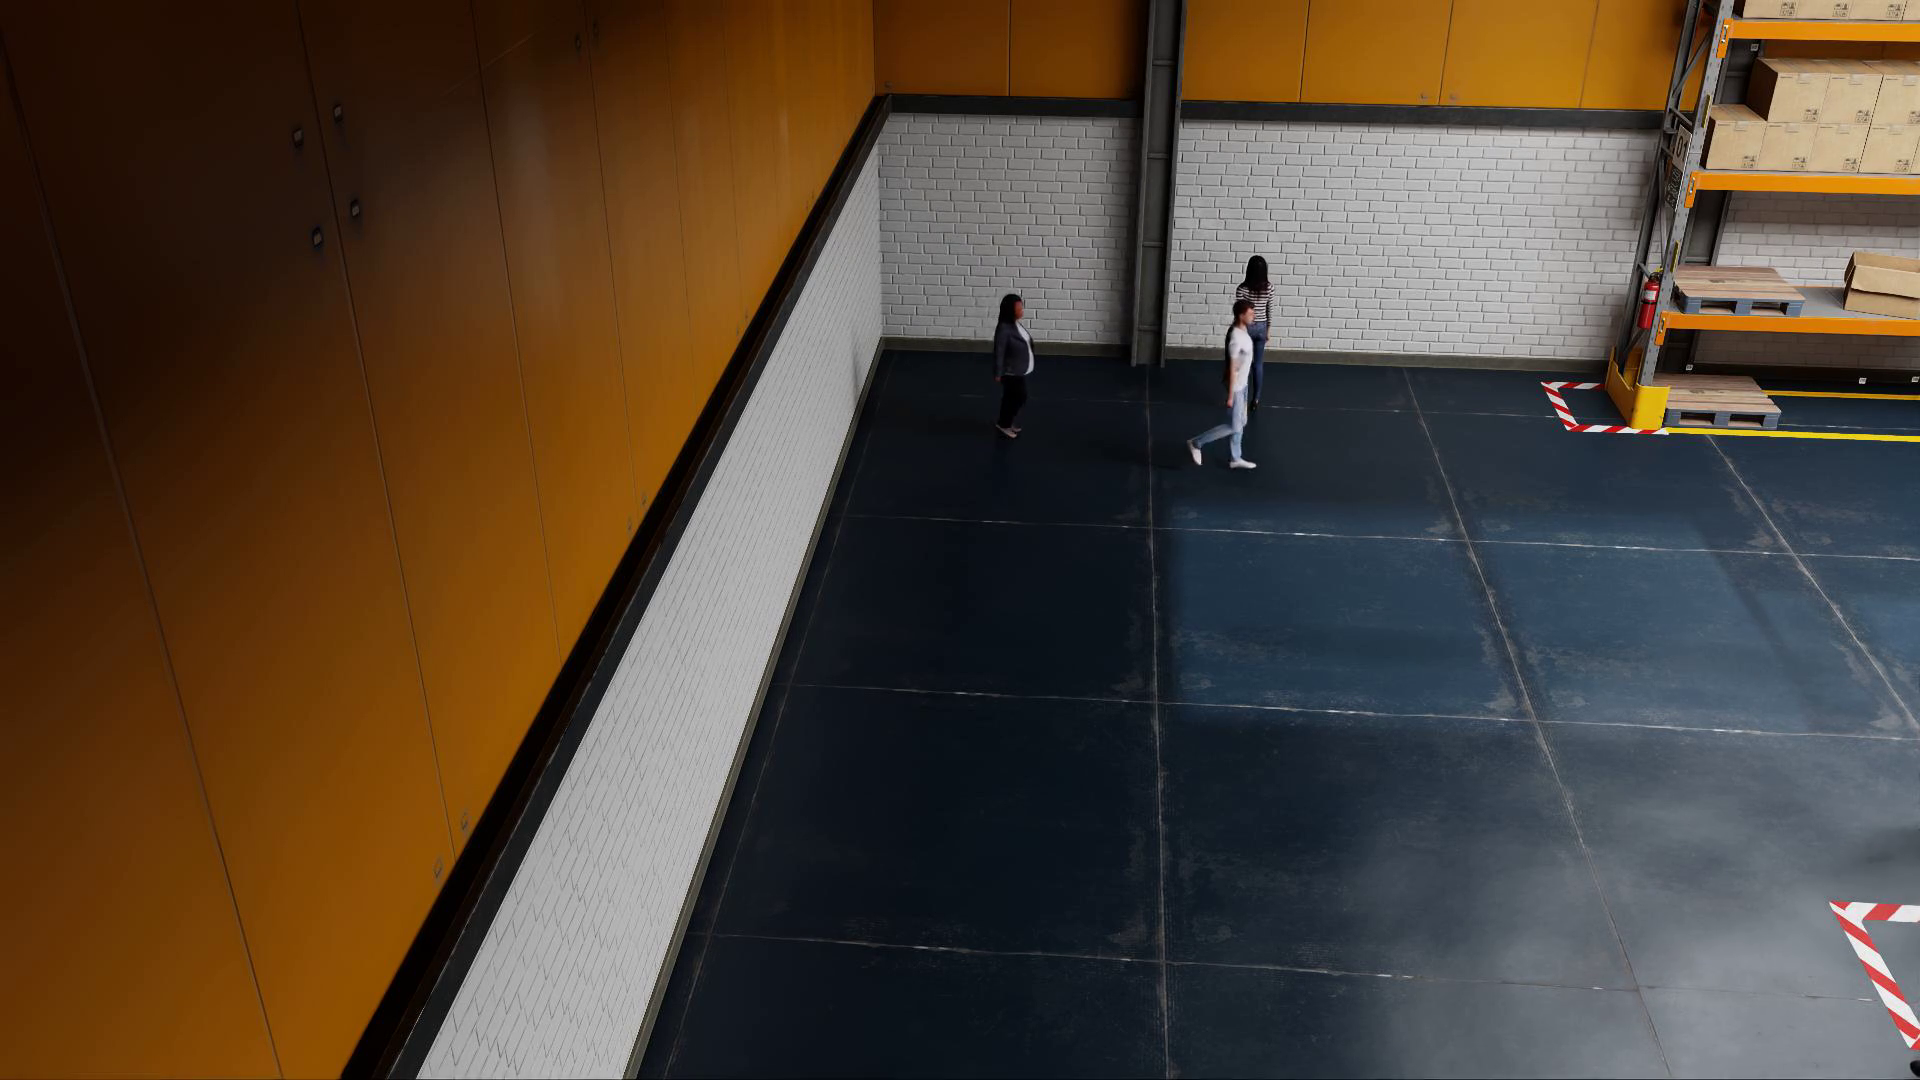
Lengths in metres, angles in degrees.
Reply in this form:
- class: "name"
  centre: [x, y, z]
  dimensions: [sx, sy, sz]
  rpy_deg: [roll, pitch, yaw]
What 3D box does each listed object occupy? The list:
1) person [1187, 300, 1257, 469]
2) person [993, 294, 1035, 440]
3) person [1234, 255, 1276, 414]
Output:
- class: "person"
  centre: [2.684, -1.545, 16.756]
  dimensions: [0.974, 1.836, 0.717]
  rpy_deg: [5, 29, 10]
- class: "person"
  centre: [0.456, -1.833, 17.545]
  dimensions: [0.655, 1.586, 0.683]
  rpy_deg: [3, 29, 6]
- class: "person"
  centre: [3.157, -2.220, 18.034]
  dimensions: [0.502, 1.797, 0.682]
  rpy_deg: [-5, 29, -9]
